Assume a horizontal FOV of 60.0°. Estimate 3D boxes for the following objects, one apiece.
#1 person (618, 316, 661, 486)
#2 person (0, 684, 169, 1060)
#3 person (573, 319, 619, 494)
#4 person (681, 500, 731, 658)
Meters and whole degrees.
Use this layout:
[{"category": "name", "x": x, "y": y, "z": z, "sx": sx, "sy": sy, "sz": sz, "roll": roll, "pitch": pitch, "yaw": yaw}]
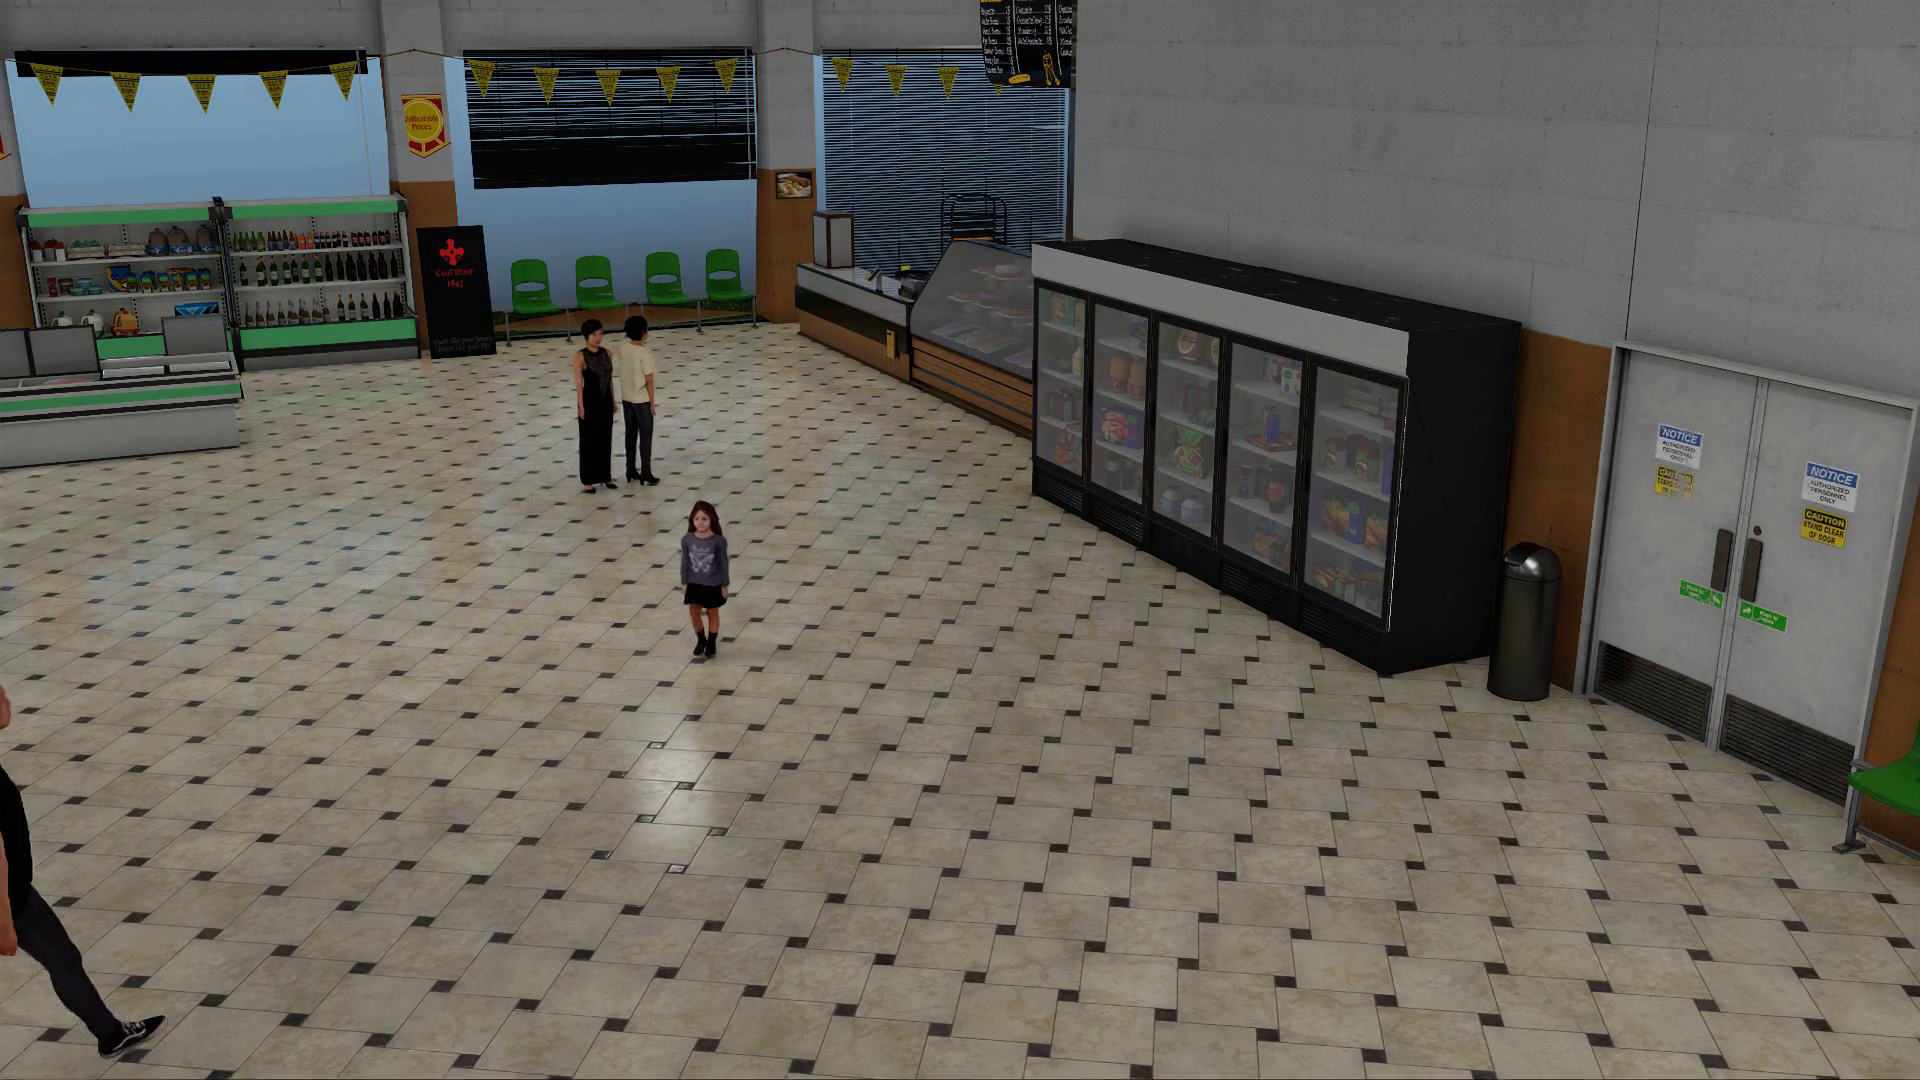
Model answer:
[{"category": "person", "x": -3.025, "y": -1.308, "z": 15.601, "sx": 0.652, "sy": 1.583, "sz": 0.652, "roll": 11, "pitch": 20, "yaw": 33}, {"category": "person", "x": -3.786, "y": 1.384, "z": 6.379, "sx": 0.947, "sy": 1.790, "sz": 1.226, "roll": 15, "pitch": 23, "yaw": 41}, {"category": "person", "x": -3.366, "y": -1.246, "z": 15.365, "sx": 0.722, "sy": 1.602, "sz": 0.597, "roll": 14, "pitch": 22, "yaw": 38}, {"category": "person", "x": -1.722, "y": 0.251, "z": 11.299, "sx": 0.533, "sy": 1.100, "sz": 0.619, "roll": 0, "pitch": 17, "yaw": 1}]
